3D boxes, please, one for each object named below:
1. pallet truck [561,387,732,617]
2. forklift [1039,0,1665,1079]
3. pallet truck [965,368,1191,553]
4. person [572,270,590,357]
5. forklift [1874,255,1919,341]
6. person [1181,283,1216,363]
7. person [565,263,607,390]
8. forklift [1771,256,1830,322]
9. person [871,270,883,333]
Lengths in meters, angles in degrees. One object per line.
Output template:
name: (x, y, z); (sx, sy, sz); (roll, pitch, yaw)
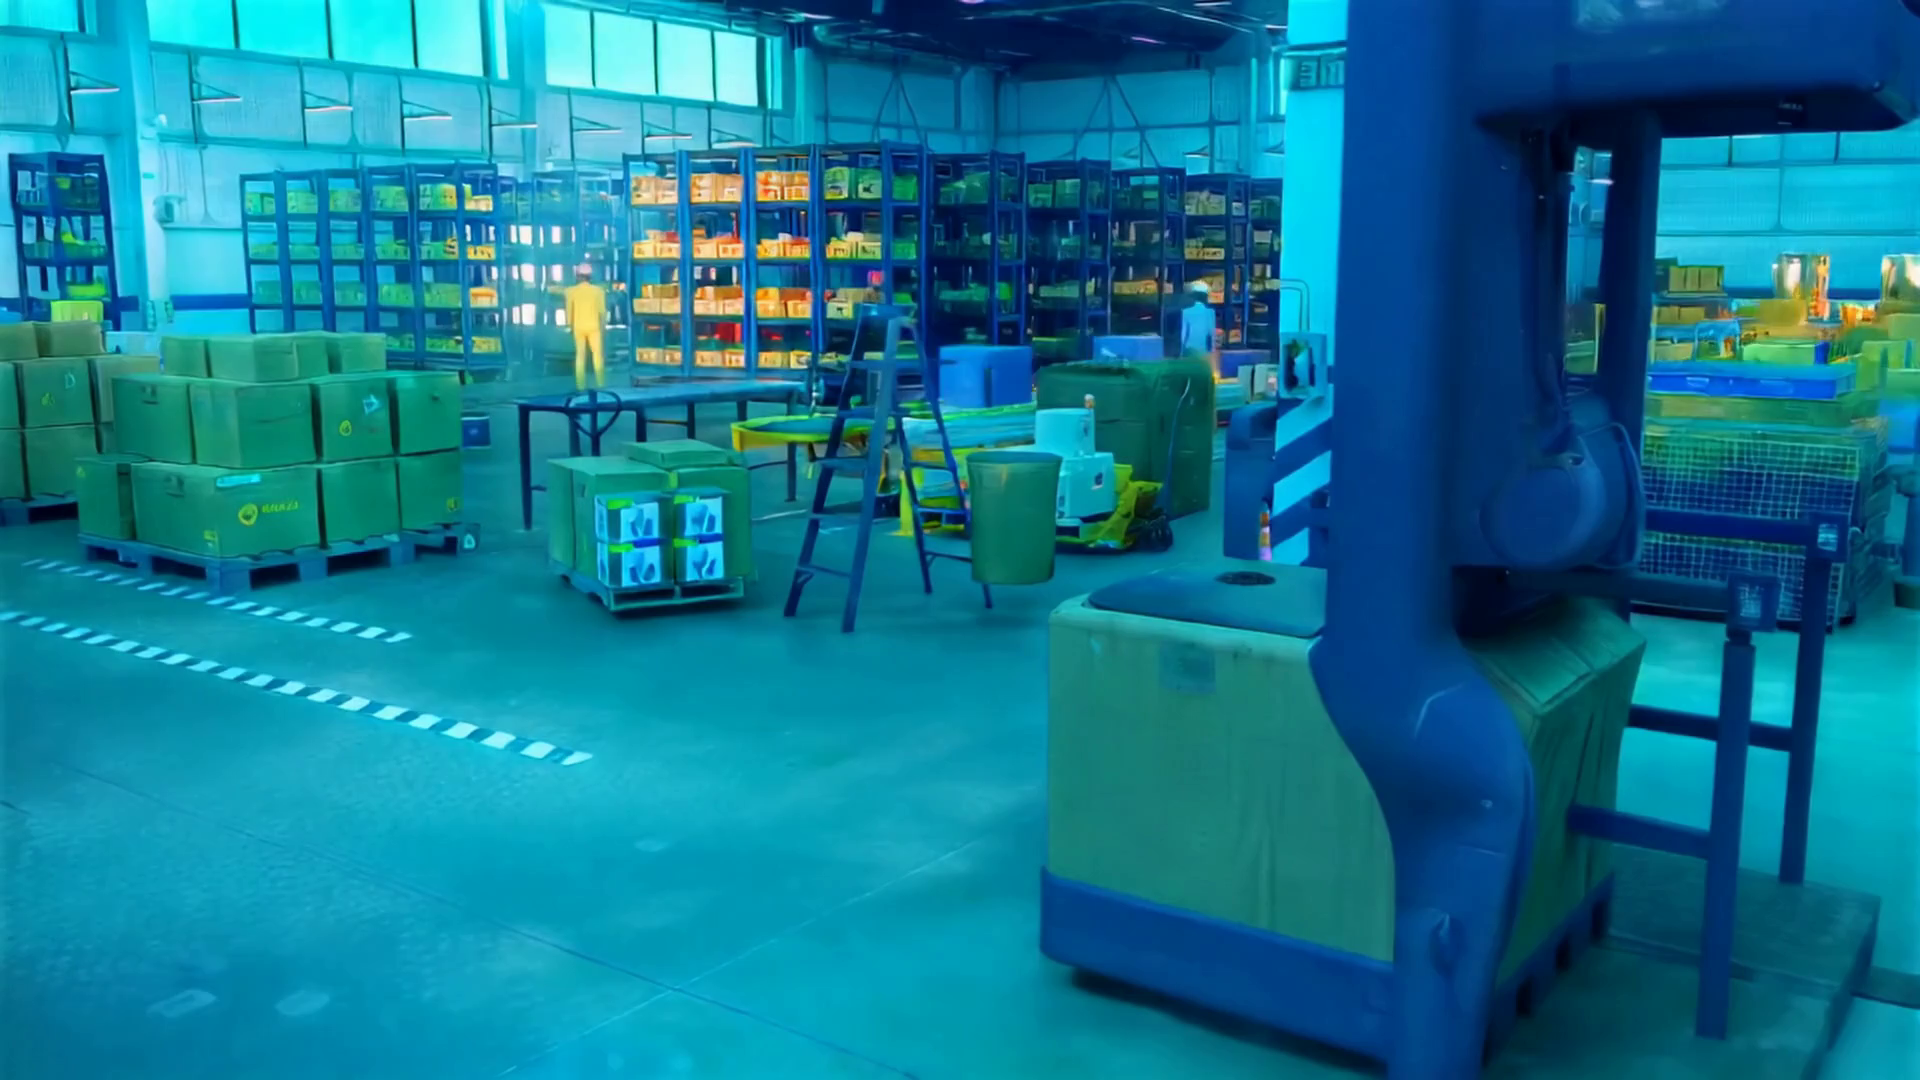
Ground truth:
pallet truck: (-1.981, -0.274, 10.088); (0.680, 1.201, 1.601); (-5, 11, -28)
forklift: (1.249, -0.137, 4.360); (1.873, 2.768, 1.129); (7, 12, 35)
pallet truck: (0.845, -0.609, 11.869); (1.630, 1.274, 0.653); (7, 12, 35)
person: (-7.940, -4.732, 34.788); (0.389, 1.849, 0.567); (5, 11, 29)
forklift: (22.089, -5.634, 38.796); (1.157, 1.987, 2.680); (6, 11, 33)
person: (3.095, -2.497, 21.811); (0.530, 1.736, 0.801); (7, 12, 38)
person: (-5.646, -3.193, 25.195); (0.622, 1.990, 0.401); (0, 10, 1)
forklift: (20.253, -5.854, 40.139); (1.157, 1.987, 2.680); (7, 12, 35)
person: (-1.700, -4.523, 33.592); (0.404, 1.835, 0.588); (1, 10, 8)
